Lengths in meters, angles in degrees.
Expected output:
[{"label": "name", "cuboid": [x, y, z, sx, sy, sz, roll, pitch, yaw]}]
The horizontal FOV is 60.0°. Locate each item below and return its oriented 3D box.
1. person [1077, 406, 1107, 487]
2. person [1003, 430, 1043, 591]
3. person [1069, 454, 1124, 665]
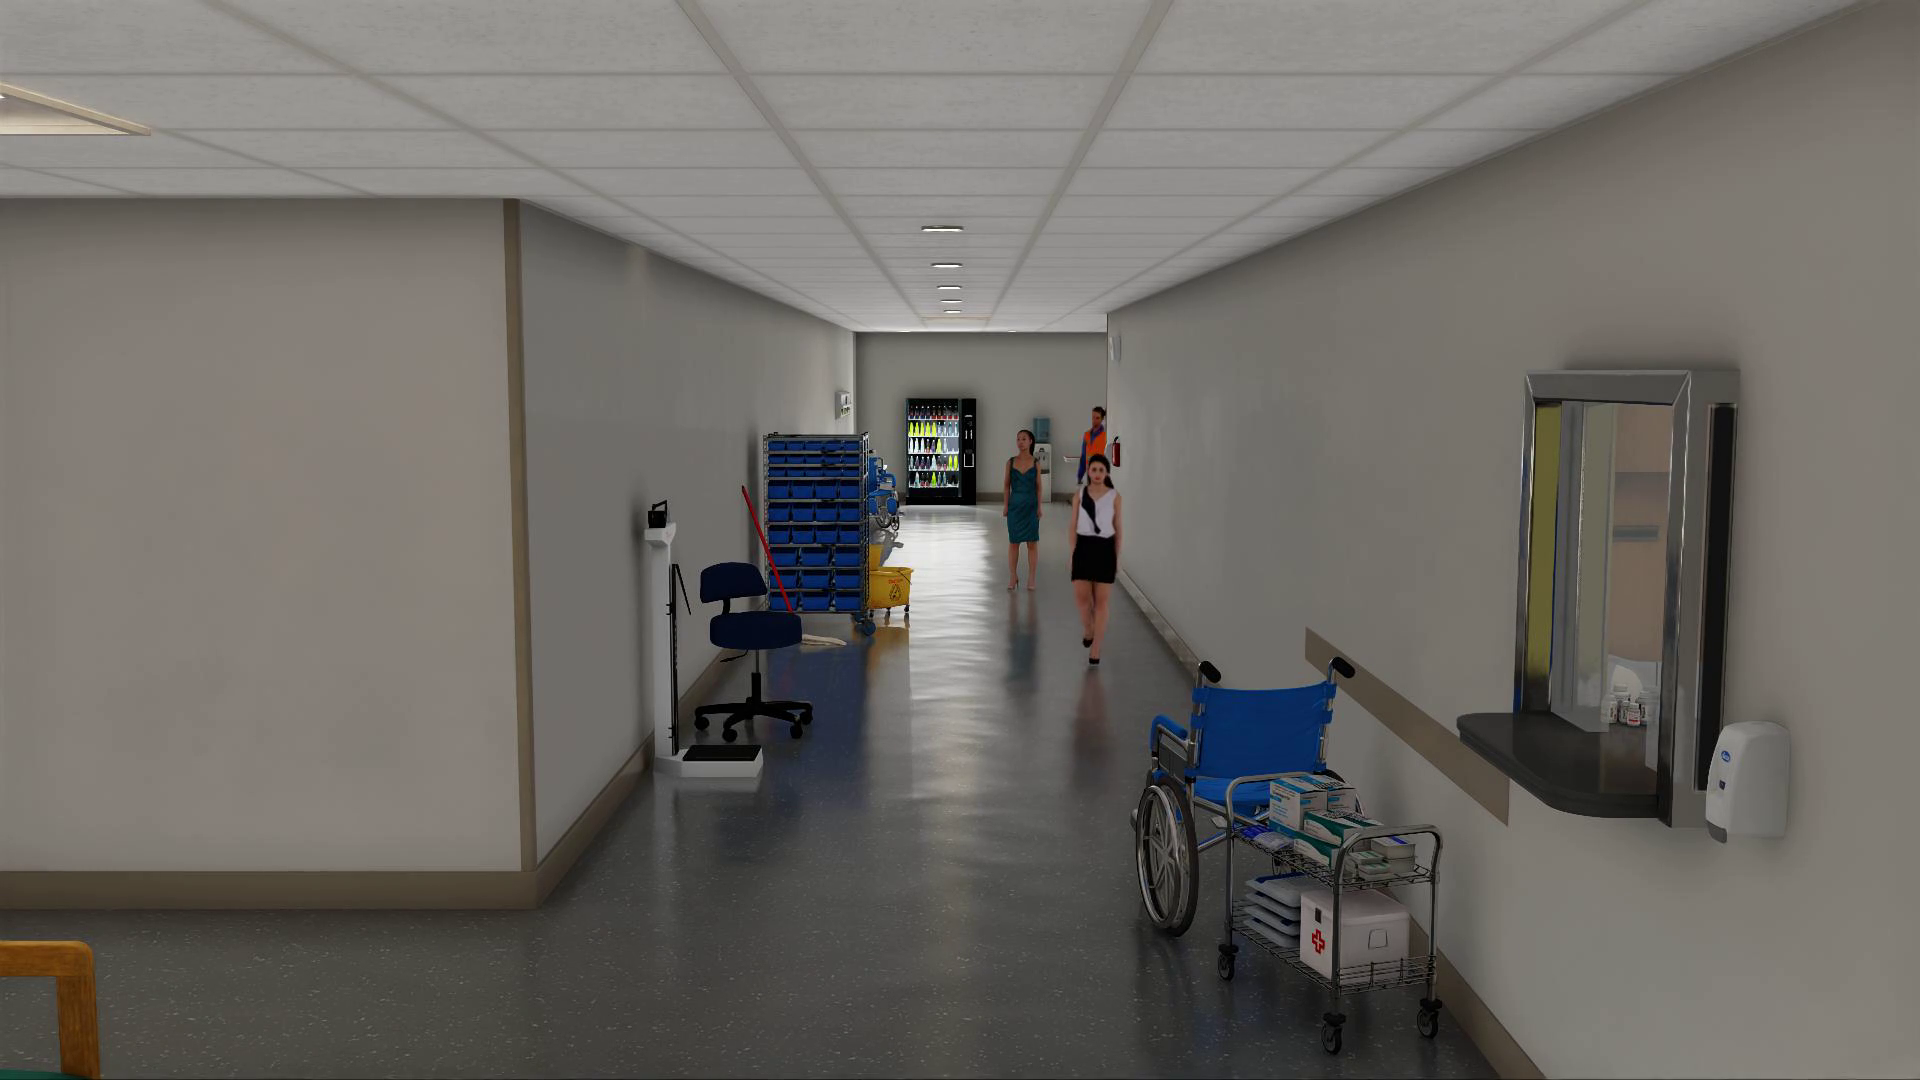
[{"label": "person", "cuboid": [1.856, -0.792, 21.389, 0.961, 1.844, 0.931, -4, 7, -35]}, {"label": "person", "cuboid": [0.669, -0.312, 17.409, 0.472, 1.686, 0.655, 1, 6, 11]}, {"label": "person", "cuboid": [1.065, 0.145, 13.082, 0.617, 1.641, 0.644, 1, 6, 5]}]
